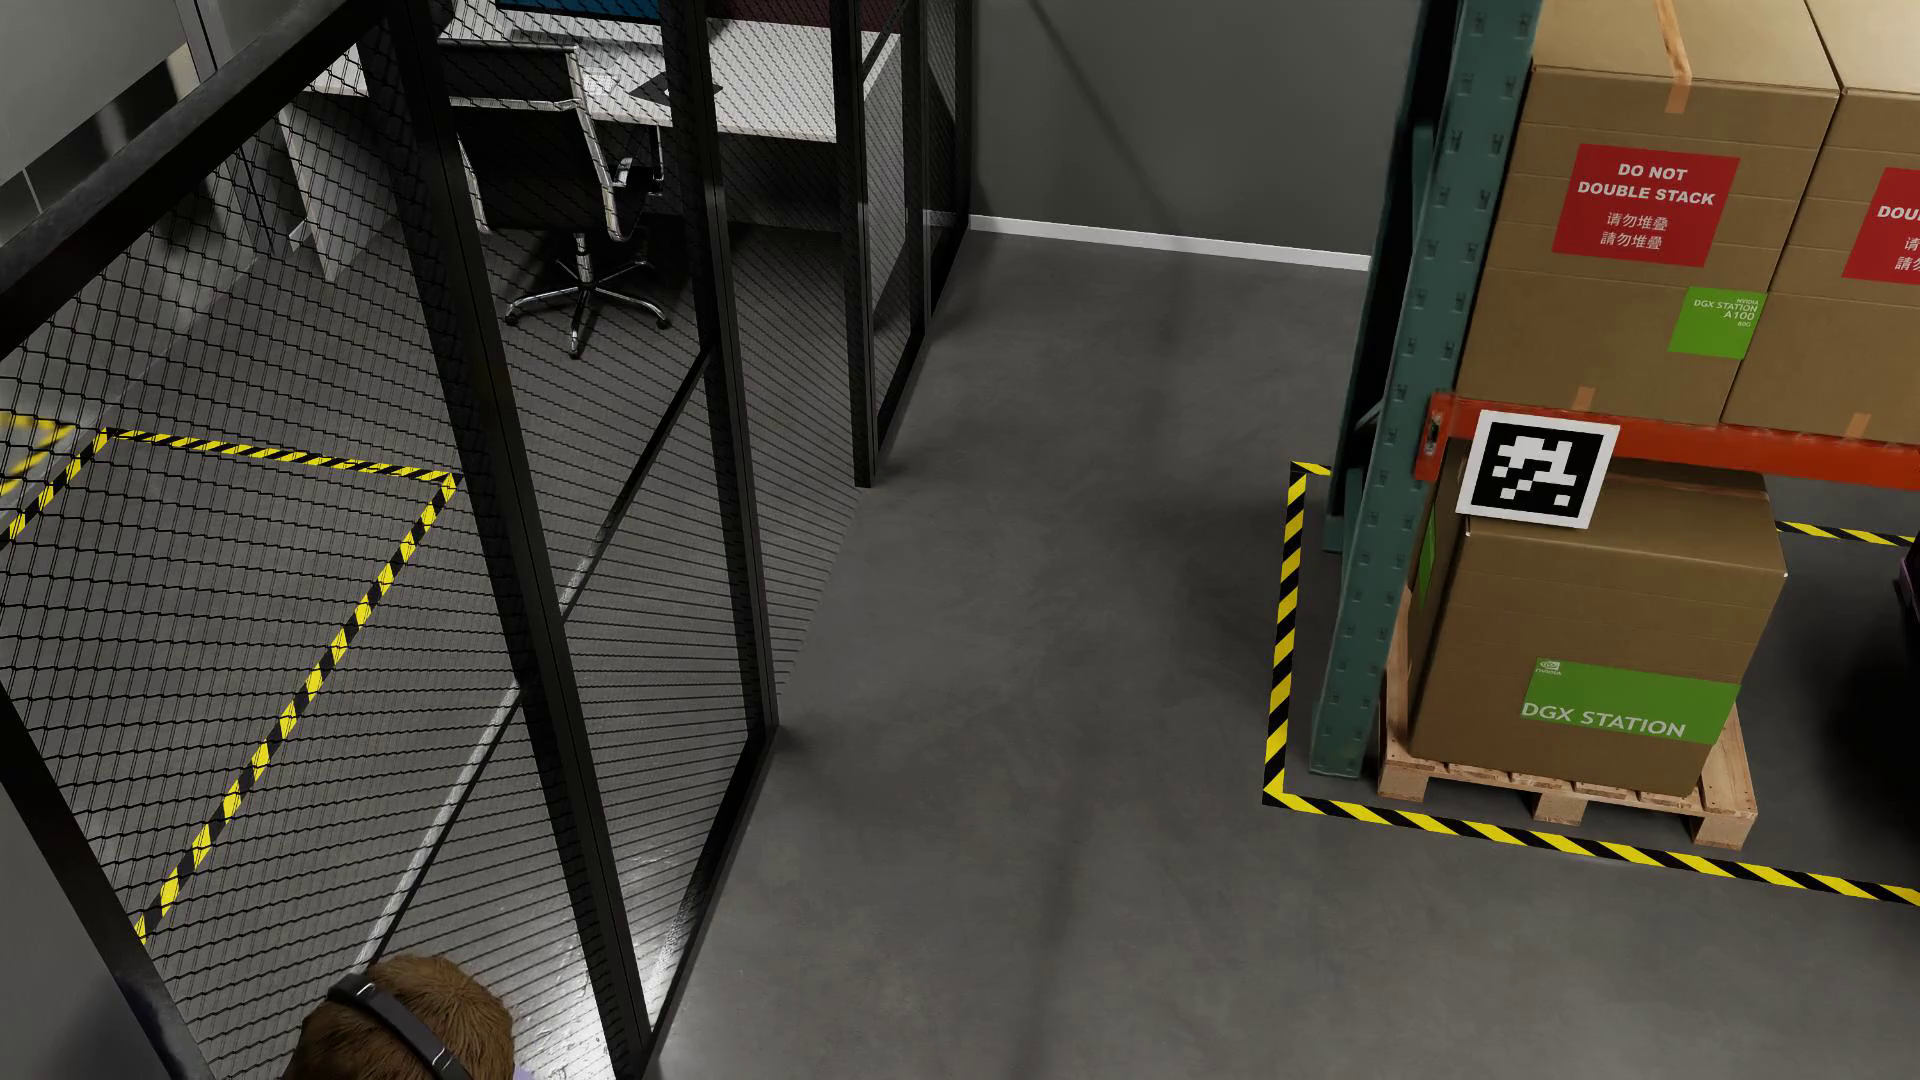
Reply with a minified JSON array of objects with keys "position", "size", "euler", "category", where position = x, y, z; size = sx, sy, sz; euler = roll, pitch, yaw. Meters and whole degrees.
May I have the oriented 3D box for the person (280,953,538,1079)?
[{"position":[-0.531,1.152,2.171],"size":[0.635,1.939,0.366],"euler":[19,44,20],"category":"person"}]
